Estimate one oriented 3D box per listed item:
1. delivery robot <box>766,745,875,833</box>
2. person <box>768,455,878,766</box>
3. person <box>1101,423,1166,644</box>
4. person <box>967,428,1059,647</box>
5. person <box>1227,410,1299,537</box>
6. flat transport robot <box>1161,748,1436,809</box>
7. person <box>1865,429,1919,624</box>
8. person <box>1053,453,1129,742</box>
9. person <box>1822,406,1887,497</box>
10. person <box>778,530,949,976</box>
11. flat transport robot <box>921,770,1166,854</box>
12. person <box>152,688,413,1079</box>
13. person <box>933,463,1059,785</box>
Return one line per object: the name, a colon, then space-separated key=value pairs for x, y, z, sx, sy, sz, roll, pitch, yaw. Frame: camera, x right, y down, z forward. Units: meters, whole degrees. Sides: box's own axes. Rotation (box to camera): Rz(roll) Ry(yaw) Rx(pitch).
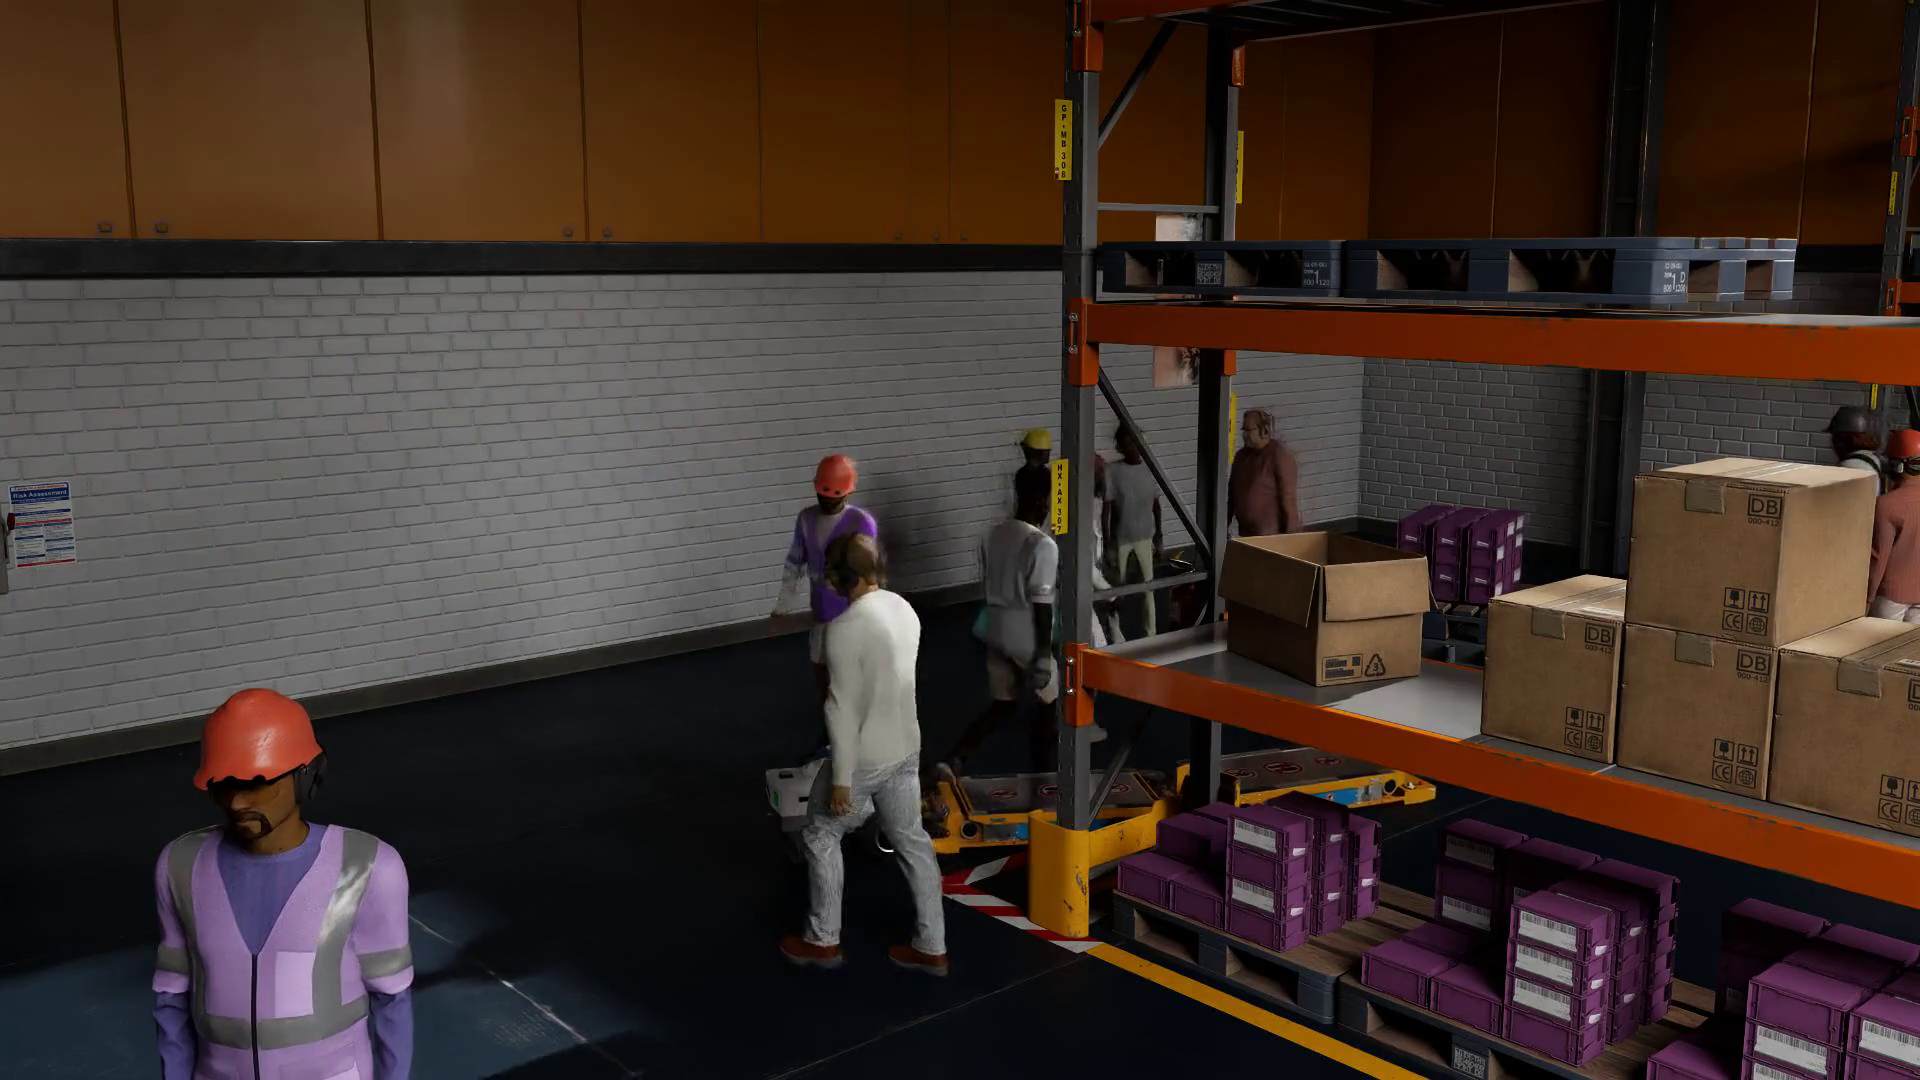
delivery robot: x=-0.628 y=1.280 z=8.453 sx=0.707 sy=0.478 sz=0.477 roll=-2 pitch=10 yaw=-12
person: x=-0.797 y=0.428 z=9.776 sx=0.726 sy=1.909 sz=0.451 roll=8 pitch=12 yaw=38
person: x=1.302 y=-0.008 z=12.583 sx=0.543 sy=1.820 sz=0.913 roll=-2 pitch=10 yaw=-11
person: x=0.474 y=-0.004 z=12.807 sx=0.871 sy=1.725 sz=0.515 roll=-4 pitch=11 yaw=-24
person: x=2.236 y=-0.074 z=12.850 sx=1.003 sy=1.849 sz=0.670 roll=-5 pitch=11 yaw=-25
flat transport robot: x=1.850 y=1.340 z=9.209 sx=1.431 sy=0.197 sz=0.652 roll=-4 pitch=11 yaw=-22
person: x=5.711 y=0.320 z=10.141 sx=0.612 sy=1.995 sz=0.376 roll=-4 pitch=11 yaw=-23
person: x=0.787 y=0.355 z=10.337 sx=0.496 sy=1.858 sz=0.595 roll=1 pitch=10 yaw=8
person: x=6.266 y=0.022 z=11.748 sx=1.005 sy=2.000 sz=0.686 roll=8 pitch=12 yaw=38
person: x=-0.447 y=0.901 z=7.000 sx=0.845 sy=1.903 sz=0.635 roll=6 pitch=11 yaw=29
flat transport robot: x=0.442 y=1.417 z=8.759 sx=1.431 sy=0.197 sz=0.652 roll=-1 pitch=10 yaw=-8
person: x=-1.615 y=1.347 z=3.983 sx=0.605 sy=2.045 sz=0.381 roll=0 pitch=10 yaw=-2
person: x=0.247 y=0.547 z=9.006 sx=0.801 sy=1.928 sz=0.620 roll=-7 pitch=12 yaw=-35
